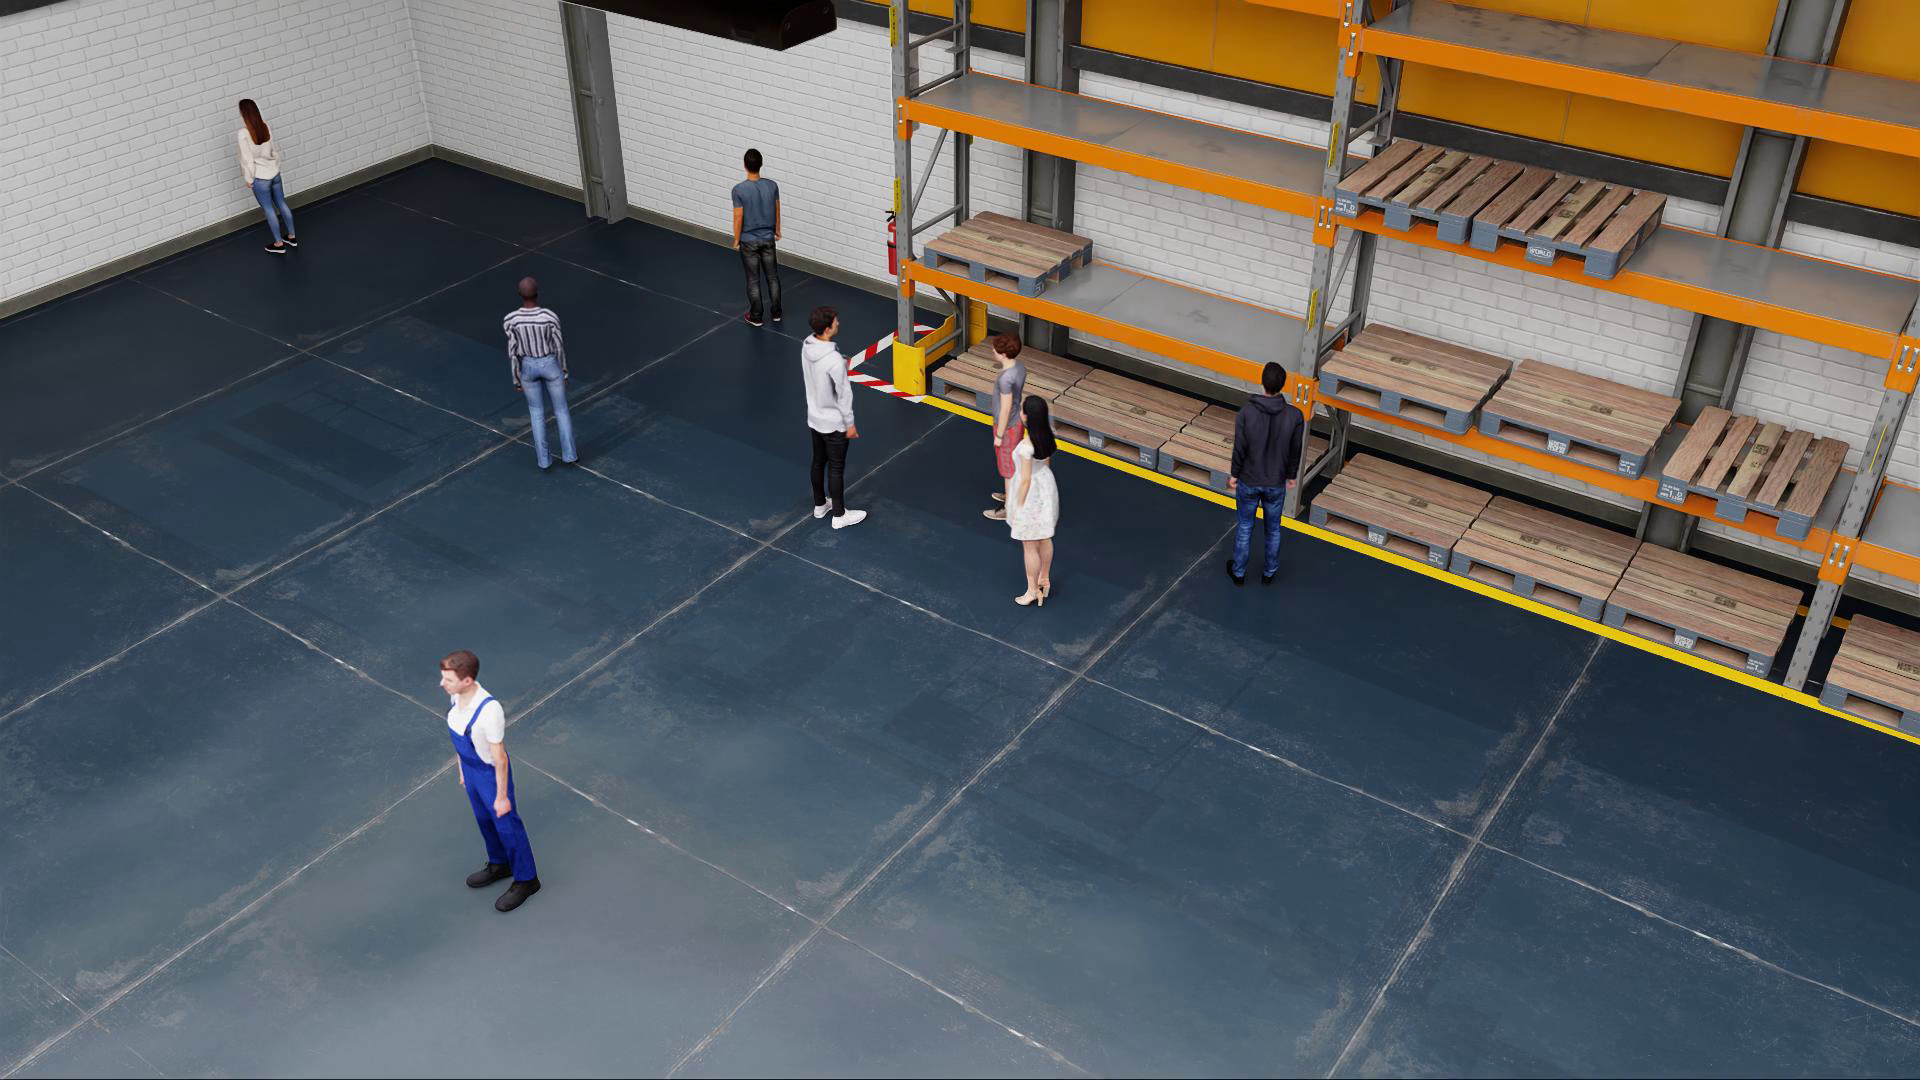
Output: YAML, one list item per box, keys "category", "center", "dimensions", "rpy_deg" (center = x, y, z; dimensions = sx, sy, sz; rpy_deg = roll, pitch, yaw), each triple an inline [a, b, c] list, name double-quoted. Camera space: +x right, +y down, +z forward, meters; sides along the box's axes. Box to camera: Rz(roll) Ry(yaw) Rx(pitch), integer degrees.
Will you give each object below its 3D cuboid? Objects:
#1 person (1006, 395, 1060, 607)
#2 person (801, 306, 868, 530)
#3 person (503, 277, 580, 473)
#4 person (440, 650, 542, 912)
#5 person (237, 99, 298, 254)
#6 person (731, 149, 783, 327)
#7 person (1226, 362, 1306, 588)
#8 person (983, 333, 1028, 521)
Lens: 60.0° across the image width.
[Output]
- category: "person"
  center: [0.546, -0.290, 12.485]
  dimensions: [0.629, 1.773, 0.646]
  rpy_deg: [19, 38, 27]
- category: "person"
  center: [-1.068, -0.996, 13.405]
  dimensions: [0.786, 1.930, 0.615]
  rpy_deg: [-27, 42, -34]
- category: "person"
  center: [-3.550, -1.395, 14.128]
  dimensions: [0.688, 1.794, 0.748]
  rpy_deg: [-5, 34, -8]
- category: "person"
  center: [-2.808, 1.396, 9.879]
  dimensions: [0.553, 1.850, 0.724]
  rpy_deg: [29, 43, 36]
- category: "person"
  center: [-7.564, -3.966, 18.089]
  dimensions: [0.597, 1.691, 0.657]
  rpy_deg: [15, 36, 21]
- category: "person"
  center: [-2.010, -3.009, 16.542]
  dimensions: [0.733, 1.809, 0.703]
  rpy_deg: [-17, 37, -23]
- category: "person"
  center: [2.304, -0.478, 12.658]
  dimensions: [0.717, 1.894, 0.823]
  rpy_deg: [0, 34, 0]
- category: "person"
  center: [0.405, -0.937, 13.569]
  dimensions: [0.625, 1.651, 0.638]
  rpy_deg: [9, 35, 14]
